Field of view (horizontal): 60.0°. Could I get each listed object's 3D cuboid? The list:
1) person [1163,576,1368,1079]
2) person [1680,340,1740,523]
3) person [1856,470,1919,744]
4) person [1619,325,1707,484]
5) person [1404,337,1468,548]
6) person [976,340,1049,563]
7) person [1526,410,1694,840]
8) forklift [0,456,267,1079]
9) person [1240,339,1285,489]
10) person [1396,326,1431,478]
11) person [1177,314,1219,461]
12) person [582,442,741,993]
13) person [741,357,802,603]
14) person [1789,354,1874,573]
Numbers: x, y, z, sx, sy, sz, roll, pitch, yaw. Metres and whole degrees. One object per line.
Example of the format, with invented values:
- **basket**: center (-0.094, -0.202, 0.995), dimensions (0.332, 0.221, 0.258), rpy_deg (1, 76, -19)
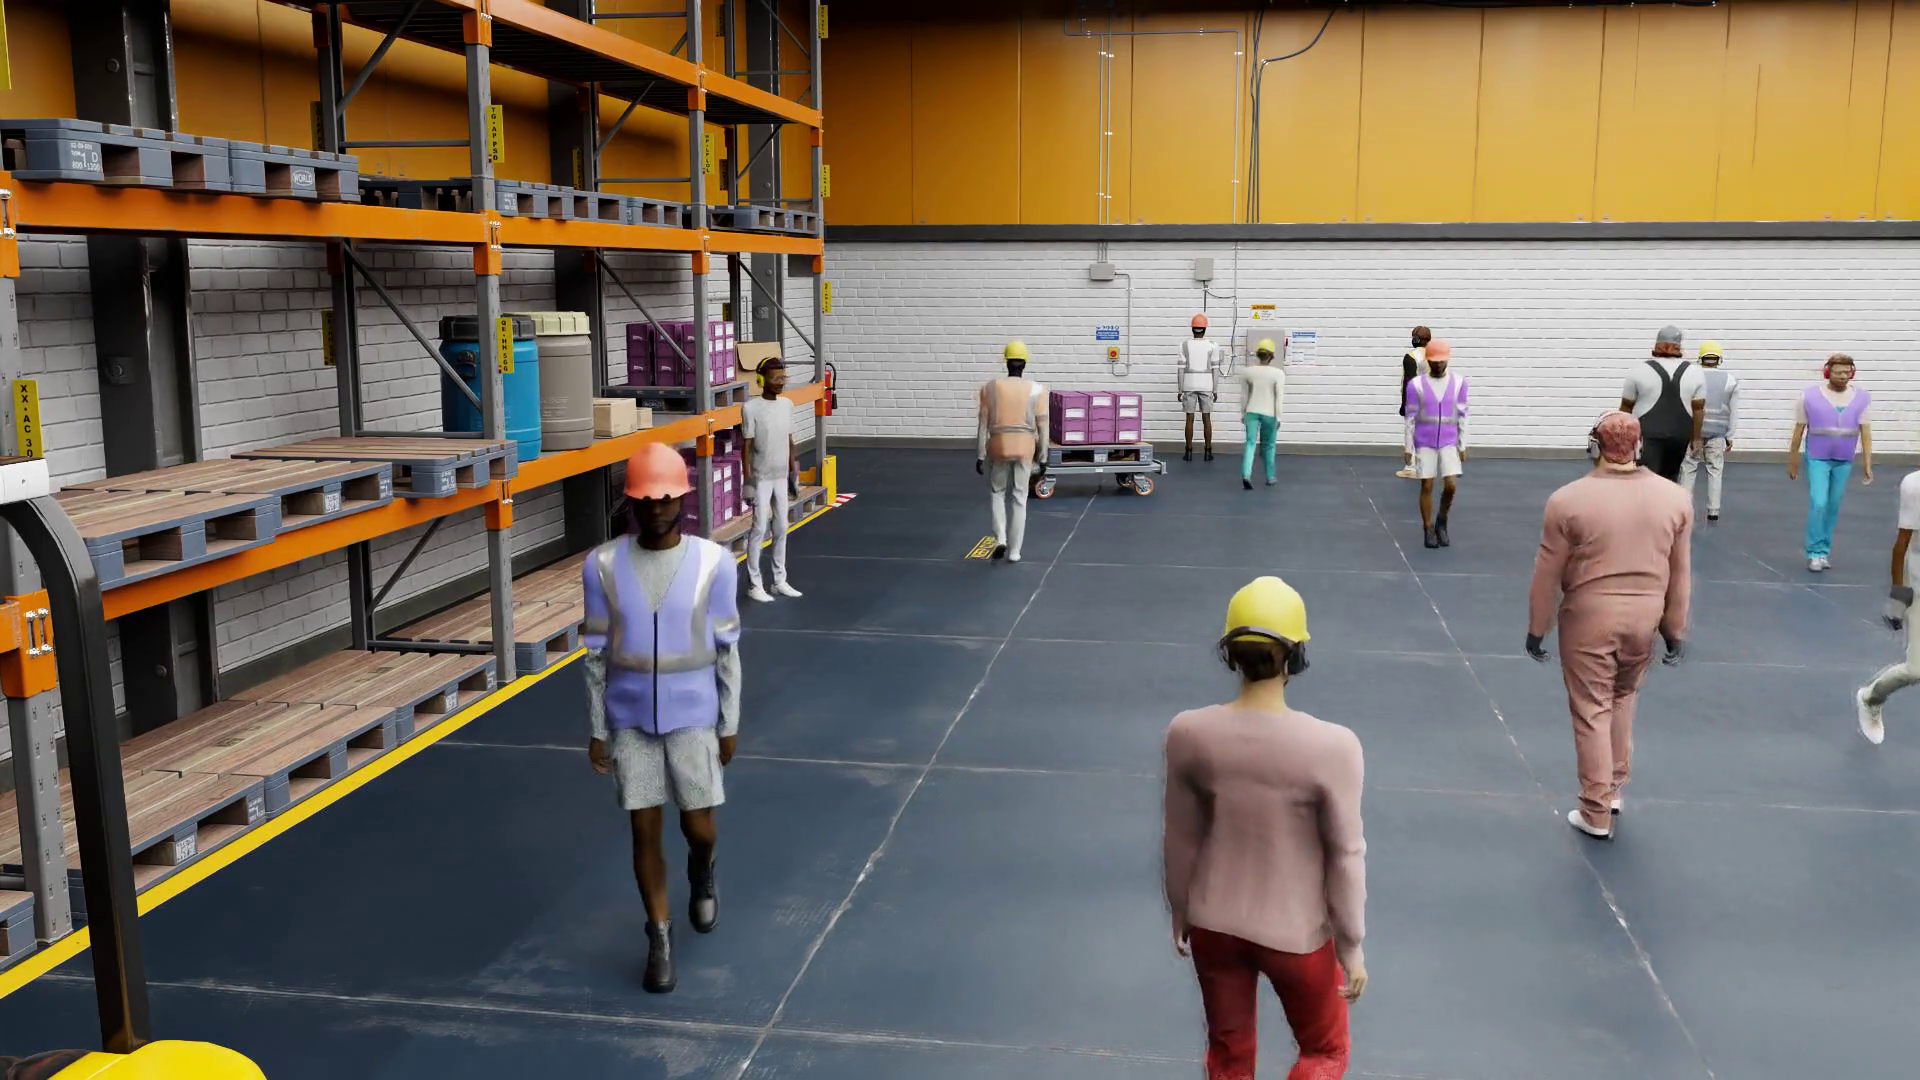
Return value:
- **person**: center (0.744, 0.964, 4.151), dimensions (0.550, 1.753, 0.393), rpy_deg (6, 11, 32)
- **person**: center (7.416, -1.076, 16.569), dimensions (0.586, 1.824, 0.404), rpy_deg (2, 9, 14)
- **person**: center (4.868, 0.249, 8.317), dimensions (0.524, 1.850, 0.725), rpy_deg (-1, 9, -5)
- **person**: center (6.503, -1.020, 15.538), dimensions (0.702, 2.000, 0.967), rpy_deg (1, 9, 7)
- **person**: center (4.274, -0.862, 14.951), dimensions (0.562, 1.912, 0.454), rpy_deg (1, 9, 7)
- **person**: center (0.453, -0.759, 14.309), dimensions (0.628, 1.910, 0.419), rpy_deg (1, 9, 4)
- **person**: center (2.856, 0.361, 7.471), dimensions (0.671, 1.887, 0.659), rpy_deg (-1, 9, -4)
- **forklift**: center (-2.328, 0.975, 2.765), dimensions (2.313, 2.155, 1.214), rpy_deg (1, 9, 9)
- **person**: center (3.462, -1.456, 19.194), dimensions (0.536, 1.730, 0.874), rpy_deg (5, 10, 26)
- **person**: center (5.556, -1.671, 20.168), dimensions (0.627, 1.844, 0.429), rpy_deg (-7, 11, -36)
- **person**: center (3.135, -2.006, 21.937), dimensions (0.546, 1.939, 0.375), rpy_deg (1, 9, 8)
- **person**: center (-1.045, 0.599, 5.898), dimensions (0.543, 1.927, 0.549), rpy_deg (0, 9, -3)
- **person**: center (-1.435, -0.458, 12.650), dimensions (0.328, 1.861, 0.541), rpy_deg (8, 12, 42)
- **person**: center (7.256, -0.633, 13.819), dimensions (0.572, 1.814, 0.690), rpy_deg (1, 9, 6)
